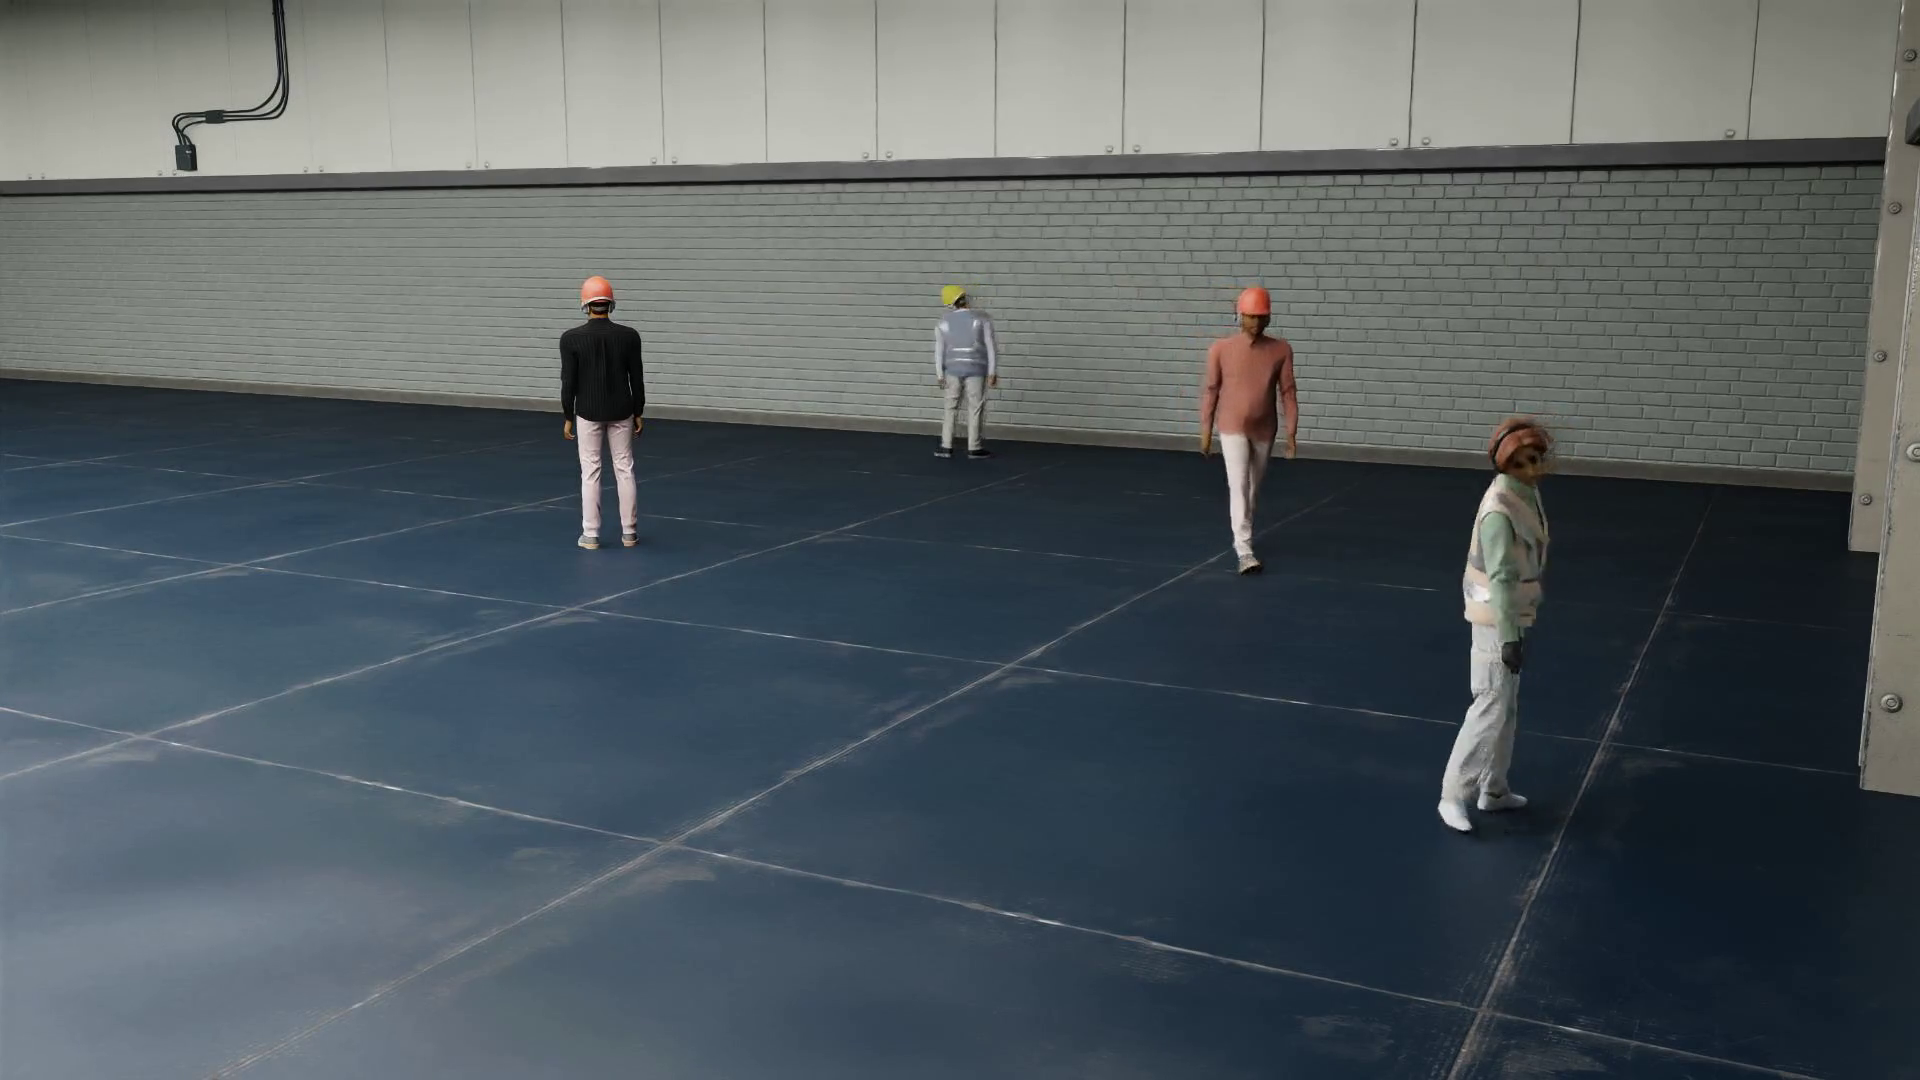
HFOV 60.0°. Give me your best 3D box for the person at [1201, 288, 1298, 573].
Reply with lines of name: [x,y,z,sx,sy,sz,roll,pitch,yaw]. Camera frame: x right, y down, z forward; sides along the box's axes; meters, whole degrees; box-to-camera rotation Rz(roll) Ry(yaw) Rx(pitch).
person: [2.017,-0.772,11.552,0.636,1.935,1.074,-1,10,-4]

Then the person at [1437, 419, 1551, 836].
person: [2.092,0.326,6.444,0.340,1.614,0.607,5,11,24]

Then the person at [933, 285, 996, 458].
person: [0.041,-1.719,17.137,0.672,1.786,0.407,2,11,12]

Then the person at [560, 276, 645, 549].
person: [-2.620,-0.927,12.221,0.612,1.997,0.375,-4,11,-23]
